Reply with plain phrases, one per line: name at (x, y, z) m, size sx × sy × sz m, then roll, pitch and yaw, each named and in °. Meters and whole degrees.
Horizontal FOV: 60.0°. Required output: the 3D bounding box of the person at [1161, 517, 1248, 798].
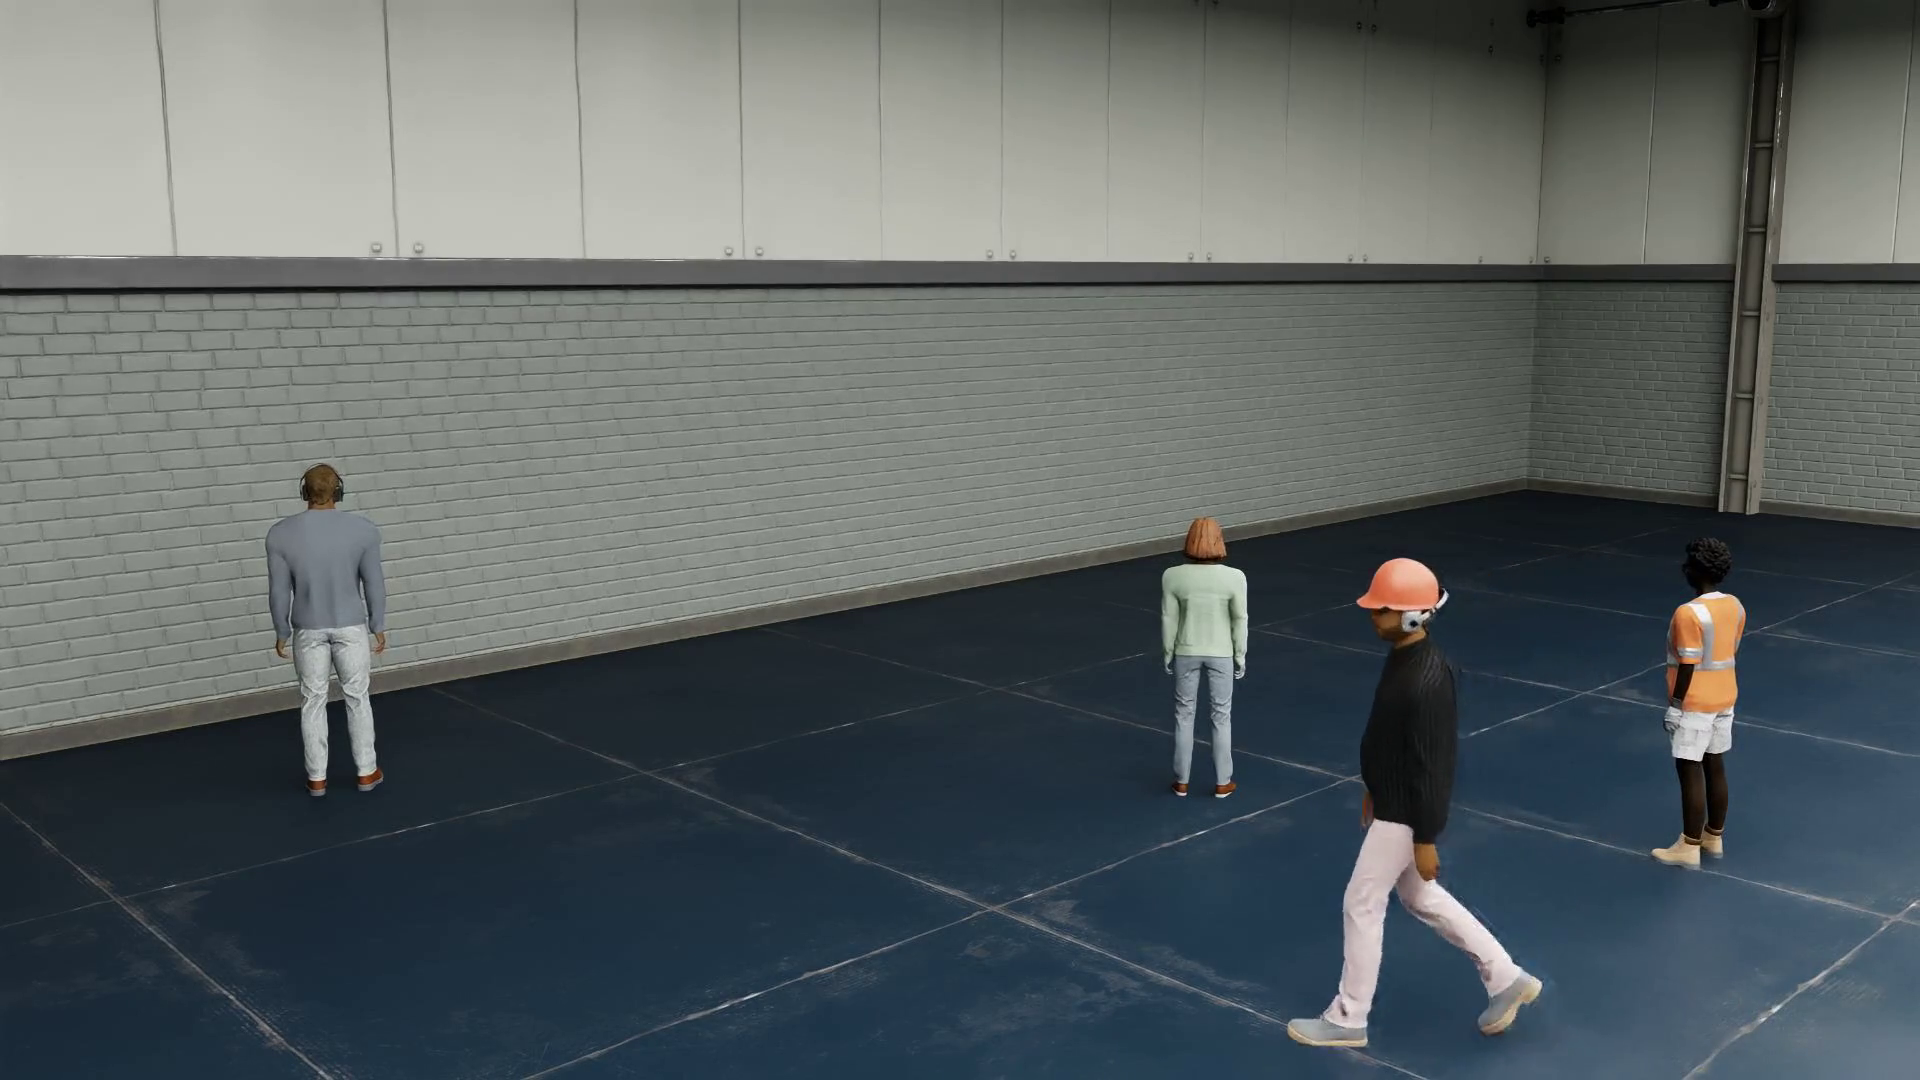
person at (1.409, 0.678, 9.612) m, size 0.499 × 1.636 × 0.286 m, roll 2°, pitch 9°, yaw 12°

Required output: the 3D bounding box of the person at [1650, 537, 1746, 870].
person at (3.774, 0.827, 8.498) m, size 0.541 × 1.695 × 0.316 m, roll -7°, pitch 12°, yaw -38°

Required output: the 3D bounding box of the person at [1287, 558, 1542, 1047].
person at (1.807, 1.029, 6.452) m, size 0.921 × 1.963 × 0.622 m, roll 2°, pitch 9°, yaw 12°

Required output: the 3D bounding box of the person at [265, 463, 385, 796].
person at (-3.664, 0.519, 9.665) m, size 0.631 × 1.938 × 0.362 m, roll -3°, pitch 10°, yaw -16°
